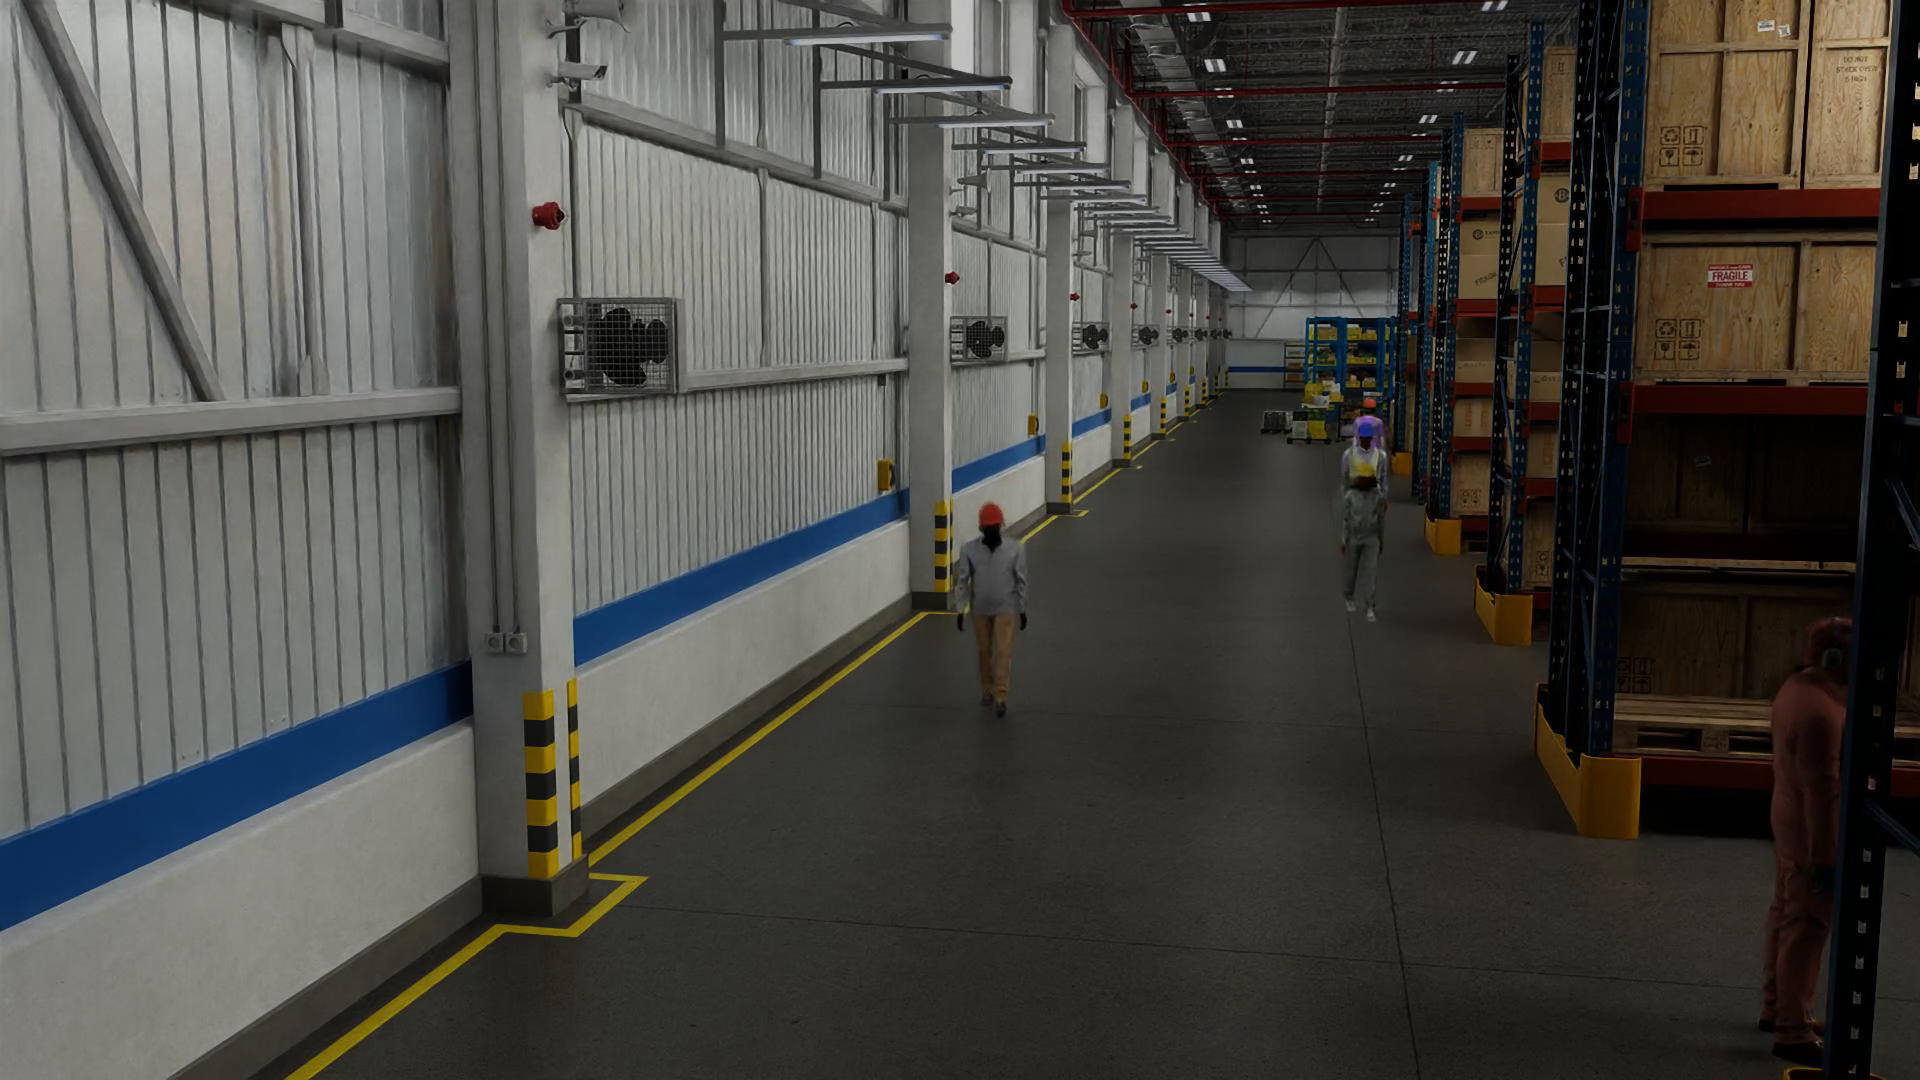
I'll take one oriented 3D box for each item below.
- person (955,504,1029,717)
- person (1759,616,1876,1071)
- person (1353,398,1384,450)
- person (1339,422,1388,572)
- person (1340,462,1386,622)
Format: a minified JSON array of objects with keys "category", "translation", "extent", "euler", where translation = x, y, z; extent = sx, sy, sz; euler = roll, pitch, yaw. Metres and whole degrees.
[{"category":"person","translation":[0.251,0.567,13.503],"extent":[0.591,1.703,0.891],"euler":[1,7,8]},{"category":"person","translation":[3.681,1.267,7.119],"extent":[0.402,1.904,0.652],"euler":[2,7,18]},{"category":"person","translation":[7.496,-1.651,30.572],"extent":[0.555,1.903,0.990],"euler":[4,8,27]},{"category":"person","translation":[5.217,-0.550,21.491],"extent":[0.618,1.945,0.394],"euler":[0,7,2]},{"category":"person","translation":[4.374,-0.008,18.109],"extent":[0.491,1.700,0.903],"euler":[0,7,2]}]
